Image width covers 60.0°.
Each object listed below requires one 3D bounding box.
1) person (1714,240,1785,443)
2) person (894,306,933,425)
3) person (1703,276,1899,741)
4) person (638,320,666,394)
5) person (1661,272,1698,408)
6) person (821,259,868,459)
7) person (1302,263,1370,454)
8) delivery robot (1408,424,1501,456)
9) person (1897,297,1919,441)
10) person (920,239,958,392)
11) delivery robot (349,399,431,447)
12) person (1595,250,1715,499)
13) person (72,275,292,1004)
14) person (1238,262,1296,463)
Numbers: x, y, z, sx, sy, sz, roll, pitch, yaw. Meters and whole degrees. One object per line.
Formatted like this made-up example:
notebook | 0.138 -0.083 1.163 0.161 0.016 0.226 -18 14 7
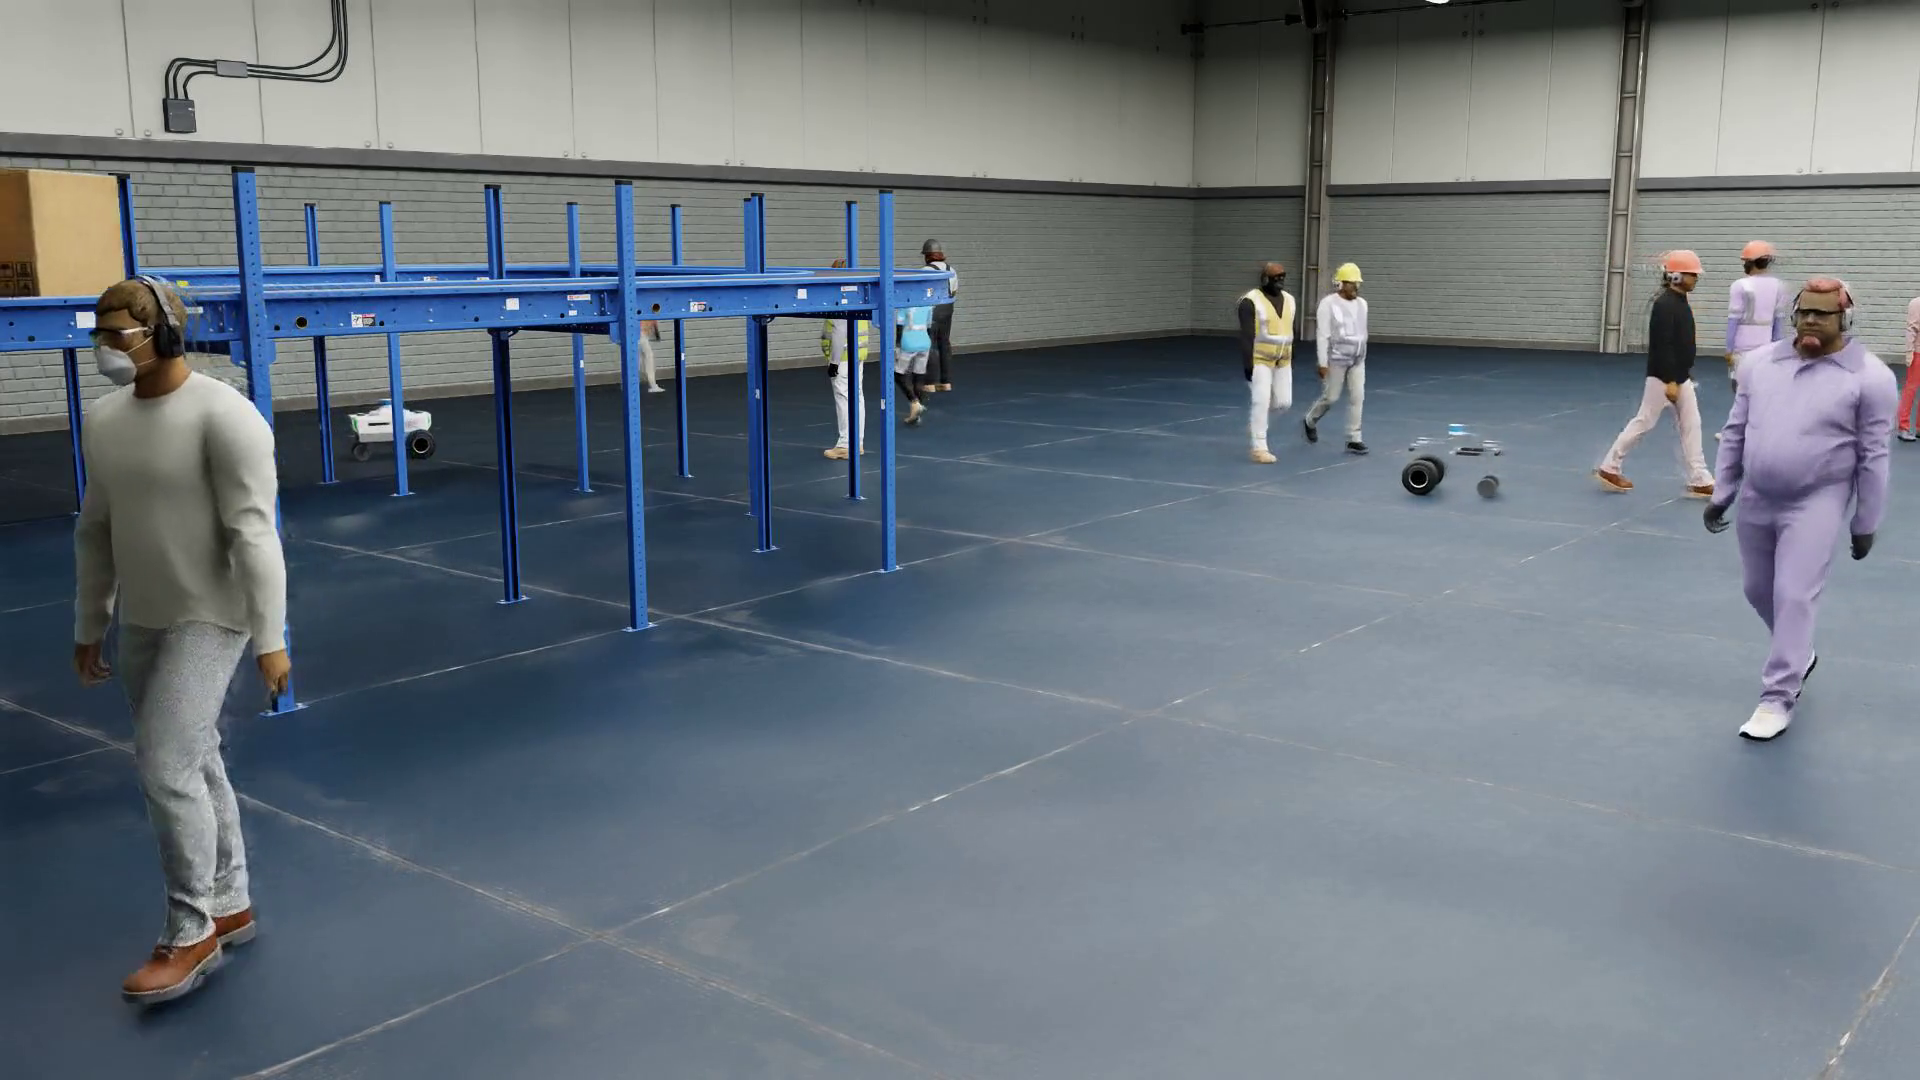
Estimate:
person | 7.799 -1.914 16.260 0.604 2.025 0.852 -3 11 -19
person | -0.517 -2.094 18.184 0.358 1.677 0.570 10 14 44
person | 3.510 -0.163 6.960 0.888 1.876 0.647 -7 12 -33
person | -4.126 -2.696 21.744 0.770 1.599 0.534 2 11 13
person | 8.661 -2.434 20.084 0.471 1.684 0.543 3 11 14
person | -1.079 -1.692 15.527 0.429 1.842 0.633 4 11 19
person | 3.650 -1.759 15.993 0.603 1.807 0.760 -5 11 -27
delivery robot | 3.981 -0.816 13.377 0.698 0.223 0.335 5 11 23
person | 9.783 -1.883 16.794 0.534 1.767 0.320 -3 11 -16
person | -0.380 -2.990 22.285 0.536 2.000 0.688 9 14 41
delivery robot | -5.324 -1.077 15.539 0.707 0.478 0.477 -5 11 -25
person | 5.587 -1.313 13.162 1.043 1.948 0.632 9 14 41
person | -2.182 0.268 4.444 0.665 1.919 0.682 5 11 27
person | 2.808 -1.637 15.287 0.625 1.829 0.523 -5 11 -27
